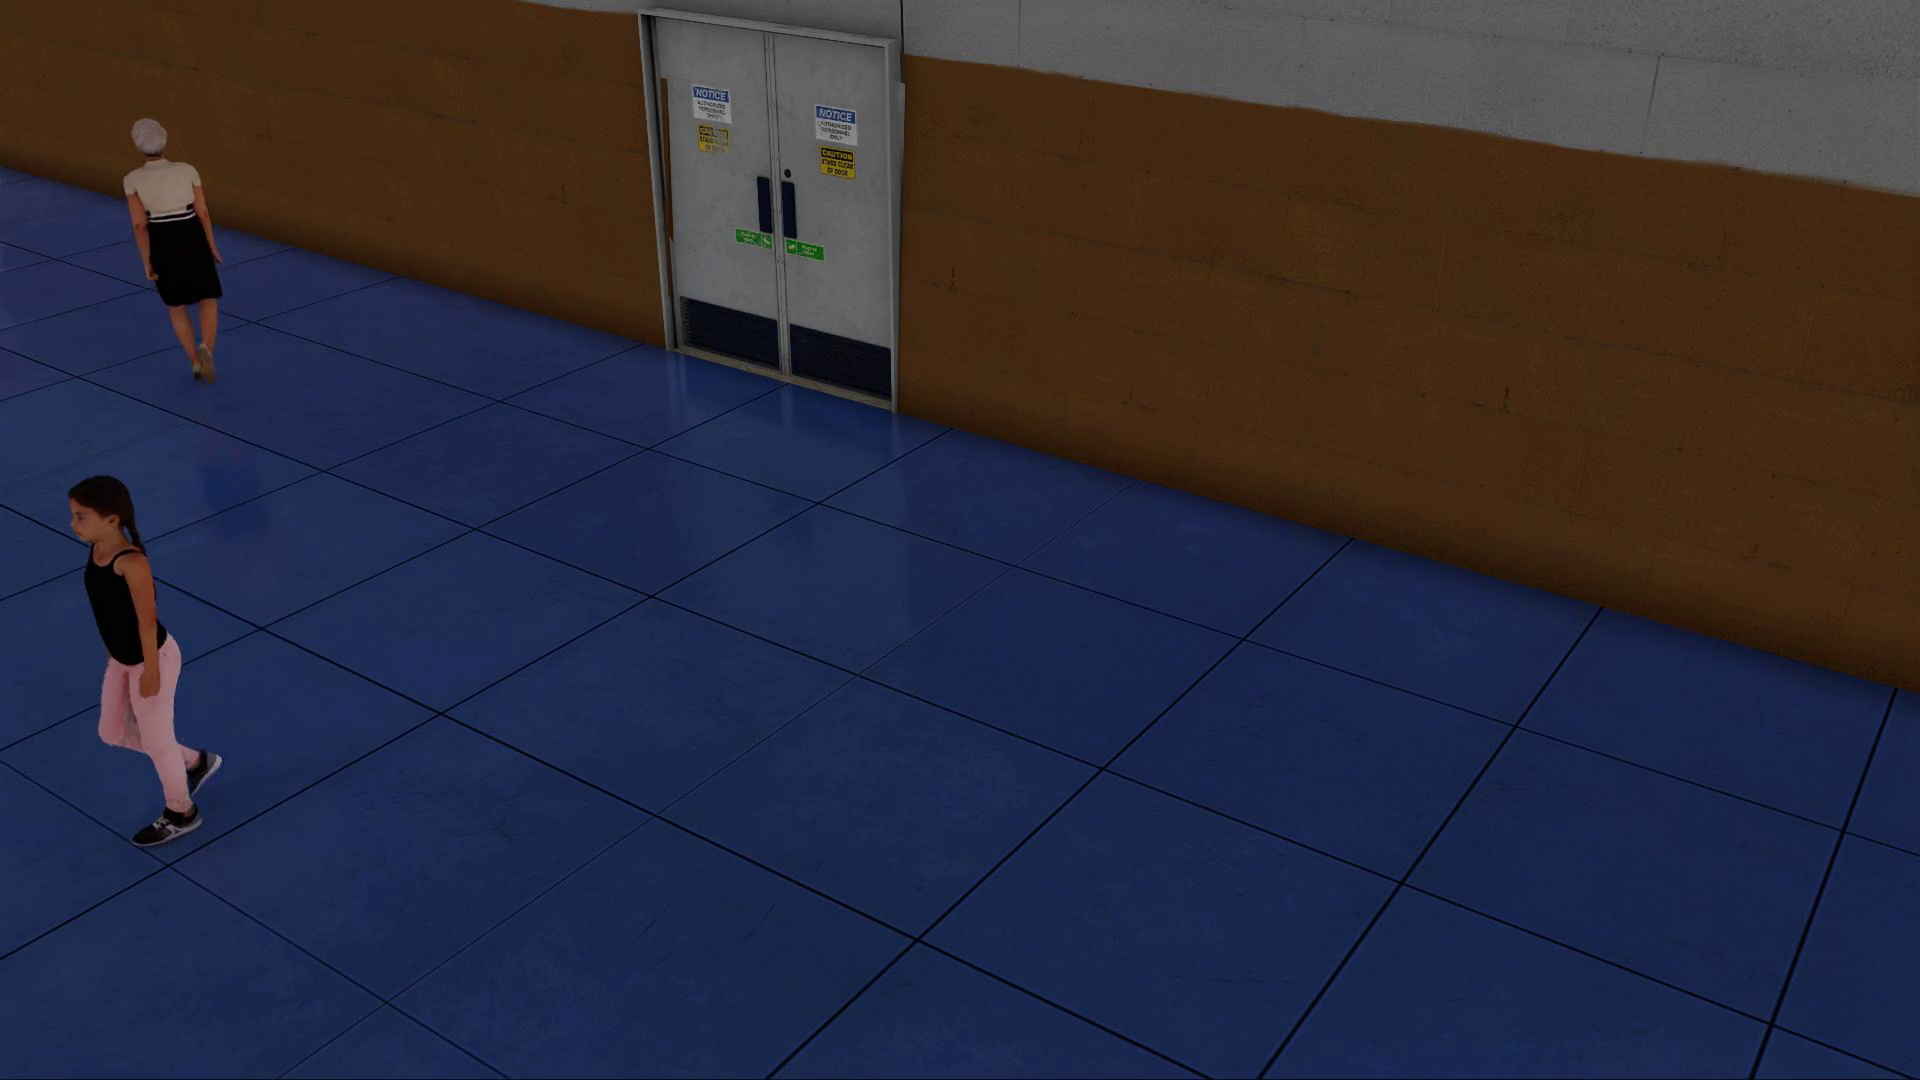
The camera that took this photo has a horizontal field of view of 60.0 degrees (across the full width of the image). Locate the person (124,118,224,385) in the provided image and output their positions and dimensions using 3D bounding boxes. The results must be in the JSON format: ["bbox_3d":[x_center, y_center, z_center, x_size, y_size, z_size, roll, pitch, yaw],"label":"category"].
[{"bbox_3d":[-4.959,-1.774,10.583,0.929,1.740,0.928,-12,29,-22],"label":"person"}]

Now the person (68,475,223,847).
[{"bbox_3d":[-3.105,0.438,6.419,0.569,1.561,0.676,23,35,38],"label":"person"}]
